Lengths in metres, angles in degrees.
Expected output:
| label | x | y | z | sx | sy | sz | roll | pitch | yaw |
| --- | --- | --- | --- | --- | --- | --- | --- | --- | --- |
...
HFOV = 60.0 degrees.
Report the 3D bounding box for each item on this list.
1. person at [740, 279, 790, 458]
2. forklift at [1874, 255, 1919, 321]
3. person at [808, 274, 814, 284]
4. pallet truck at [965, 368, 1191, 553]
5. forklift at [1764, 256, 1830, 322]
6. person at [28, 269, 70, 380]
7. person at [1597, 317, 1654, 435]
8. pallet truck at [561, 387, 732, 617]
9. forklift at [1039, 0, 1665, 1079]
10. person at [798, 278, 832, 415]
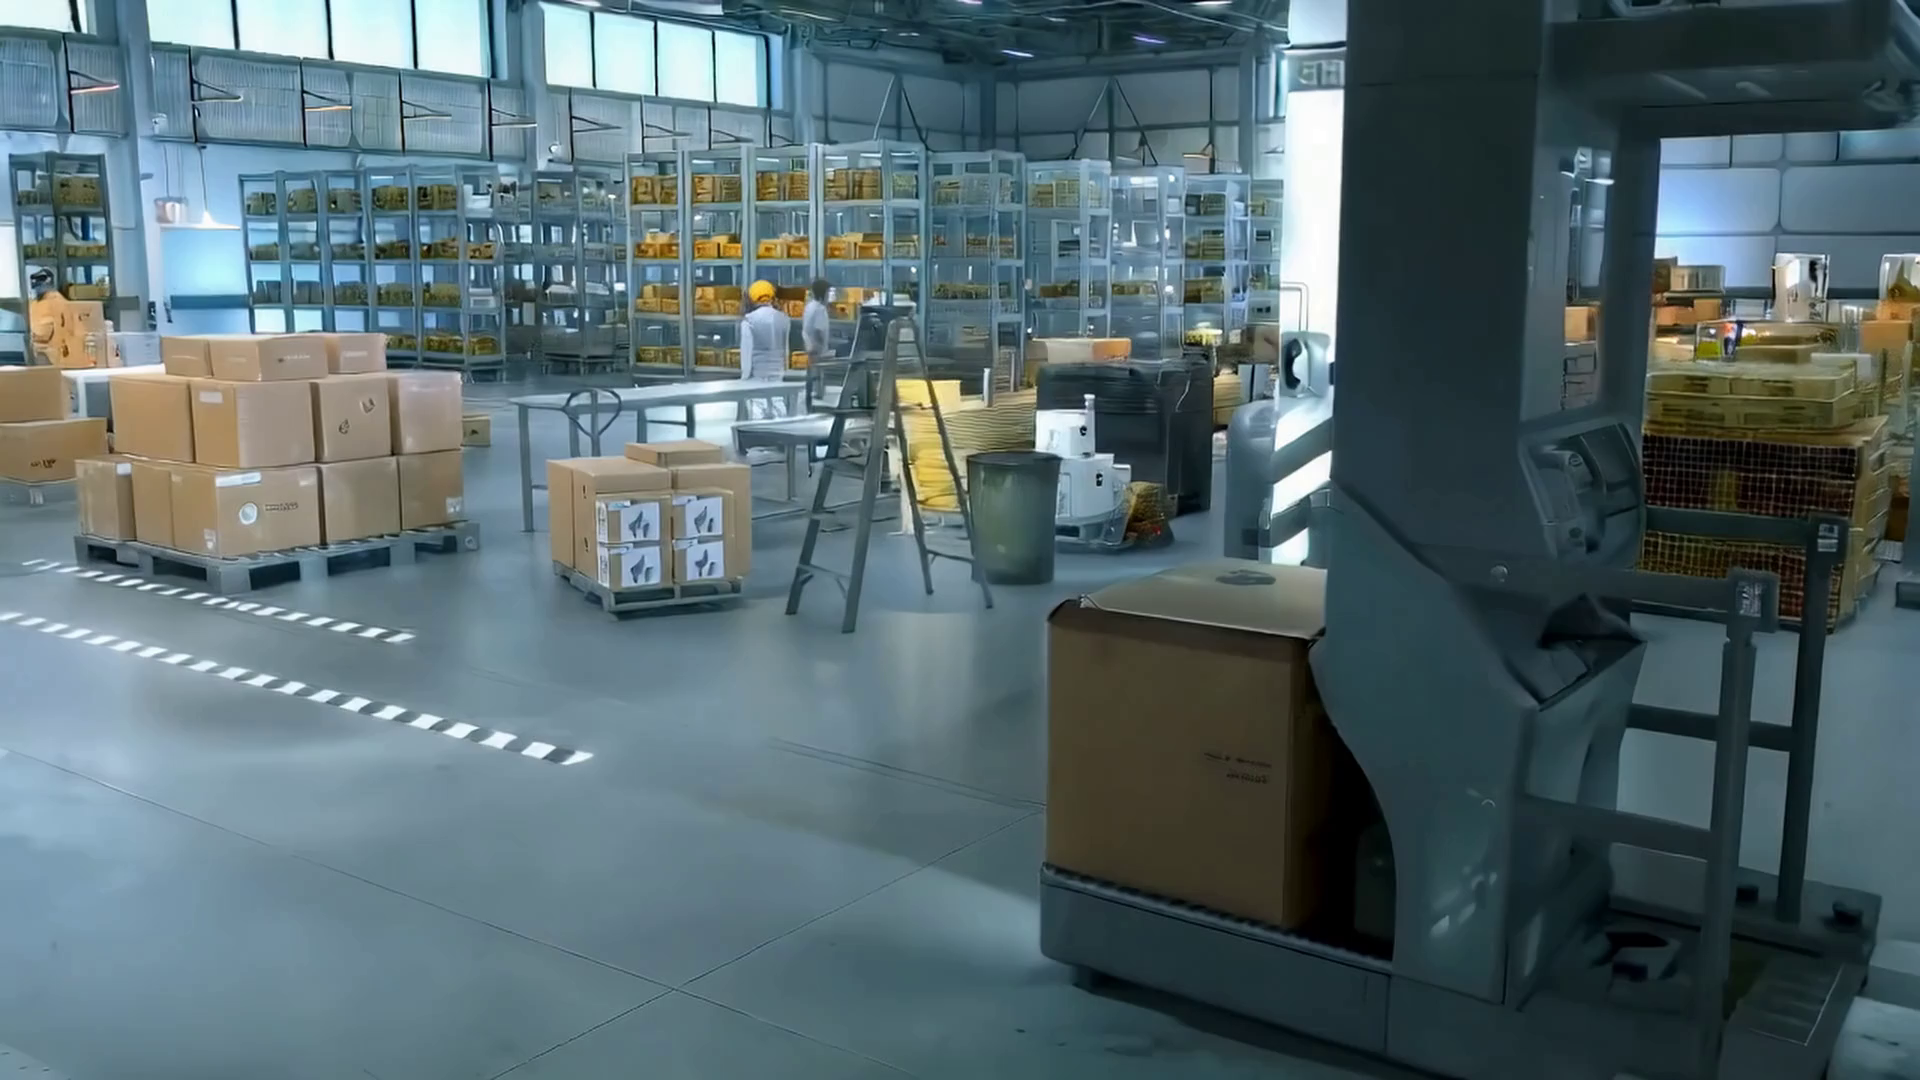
| label | x | y | z | sx | sy | sz | roll | pitch | yaw |
| --- | --- | --- | --- | --- | --- | --- | --- | --- | --- |
| person | -1.993 | -1.706 | 16.813 | 0.591 | 1.834 | 0.404 | -9 | 13 | -43 |
| forklift | 22.089 | -5.634 | 38.796 | 1.157 | 1.987 | 2.680 | 6 | 11 | 33 |
| person | -2.707 | -4.224 | 31.898 | 0.766 | 1.803 | 0.598 | -6 | 11 | -30 |
| pallet truck | 0.845 | -0.609 | 11.869 | 1.630 | 1.274 | 0.653 | 7 | 12 | 35 |
| forklift | 20.253 | -5.854 | 40.139 | 1.157 | 1.987 | 2.680 | 7 | 12 | 35 |
| person | -11.621 | -2.480 | 21.198 | 0.641 | 1.913 | 0.407 | 3 | 10 | 20 |
| person | 6.402 | -1.567 | 15.942 | 1.078 | 1.864 | 0.614 | -8 | 12 | -40 |
| pallet truck | -1.981 | -0.274 | 10.088 | 0.680 | 1.201 | 1.601 | -5 | 11 | -28 |
| forklift | 1.249 | -0.137 | 4.360 | 1.873 | 2.768 | 1.129 | 7 | 12 | 35 |
| person | -1.619 | -2.283 | 20.330 | 0.906 | 1.805 | 0.588 | -2 | 10 | -14 |
